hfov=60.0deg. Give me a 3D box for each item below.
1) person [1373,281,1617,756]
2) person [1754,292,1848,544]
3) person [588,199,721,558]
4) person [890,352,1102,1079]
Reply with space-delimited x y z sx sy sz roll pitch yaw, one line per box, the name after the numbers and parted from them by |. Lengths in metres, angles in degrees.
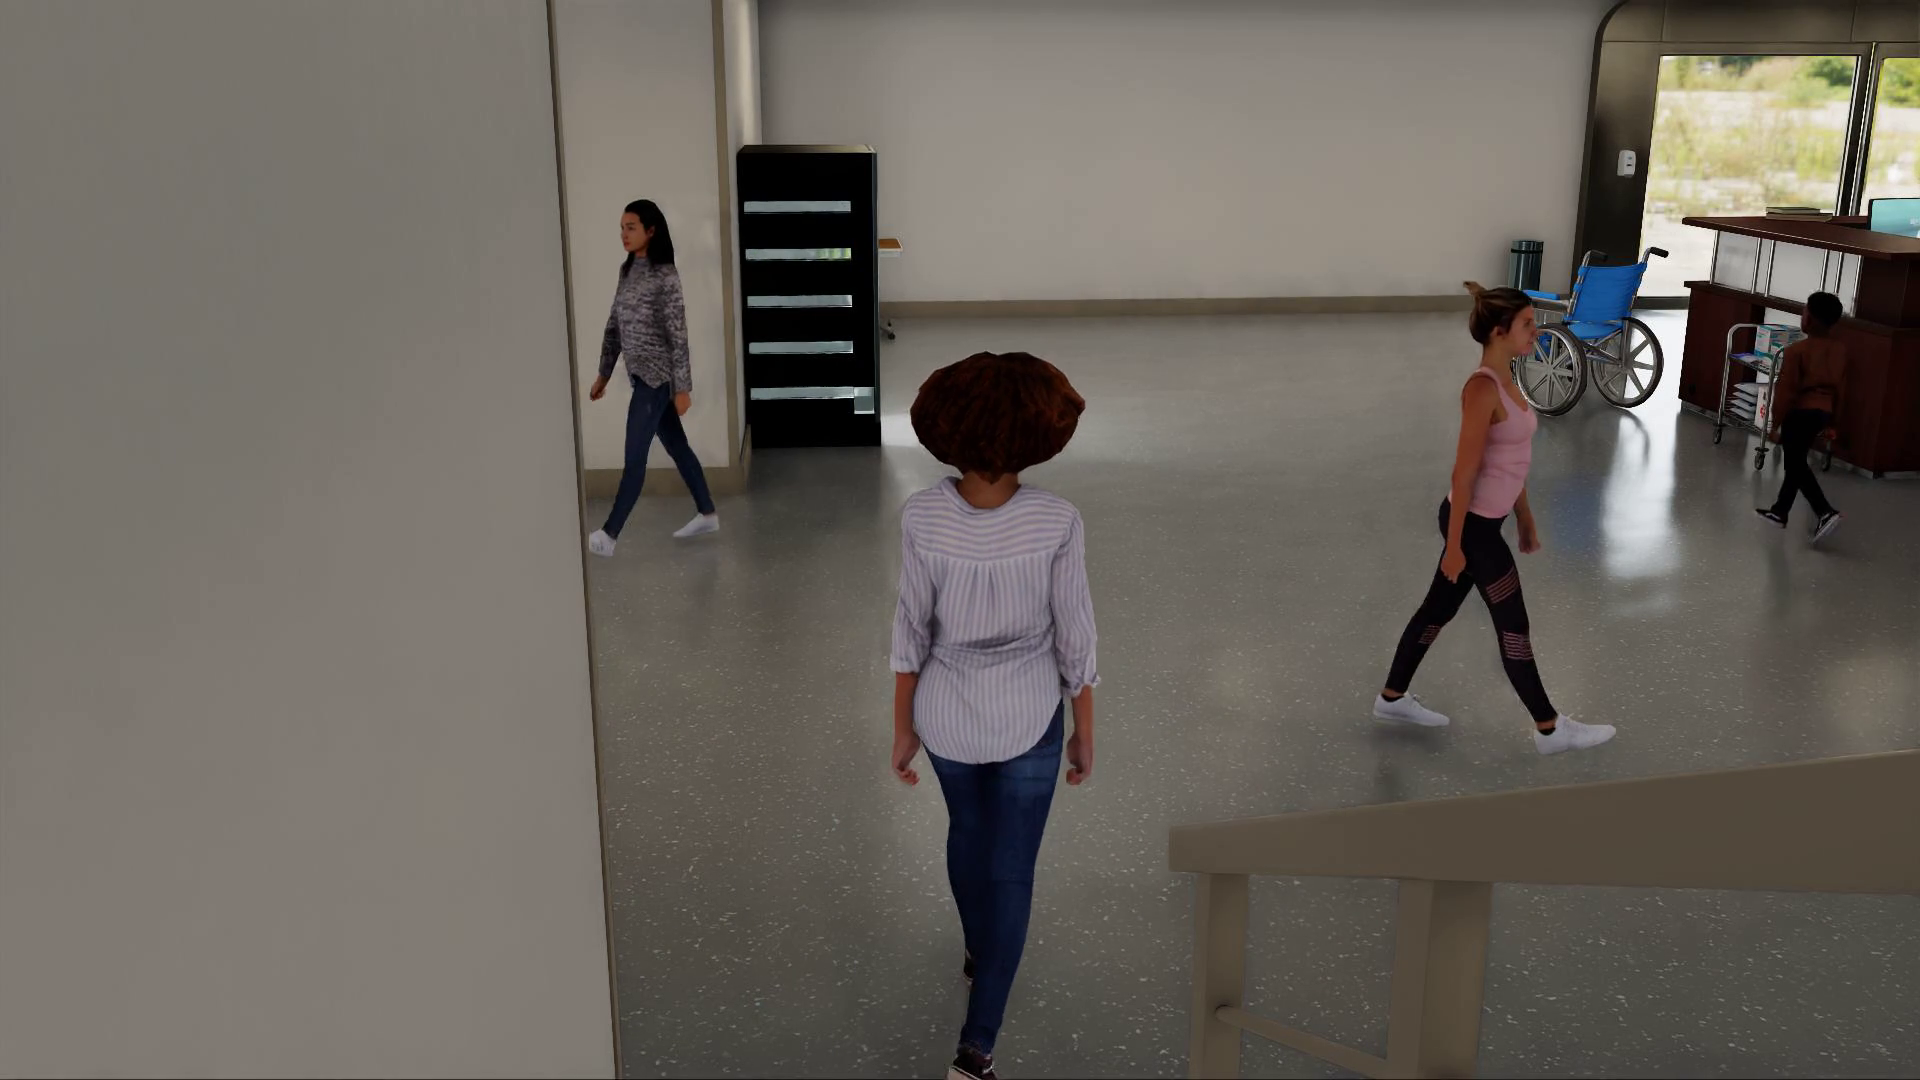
1.704 -0.048 5.728 0.997 1.592 1.068 8 17 25 | person
4.288 -0.604 8.360 0.598 1.236 0.901 -4 16 -13 | person
-1.420 -0.775 8.132 1.116 1.687 1.156 -13 20 -38 | person
0.052 0.444 3.825 0.923 1.679 1.215 5 16 16 | person
